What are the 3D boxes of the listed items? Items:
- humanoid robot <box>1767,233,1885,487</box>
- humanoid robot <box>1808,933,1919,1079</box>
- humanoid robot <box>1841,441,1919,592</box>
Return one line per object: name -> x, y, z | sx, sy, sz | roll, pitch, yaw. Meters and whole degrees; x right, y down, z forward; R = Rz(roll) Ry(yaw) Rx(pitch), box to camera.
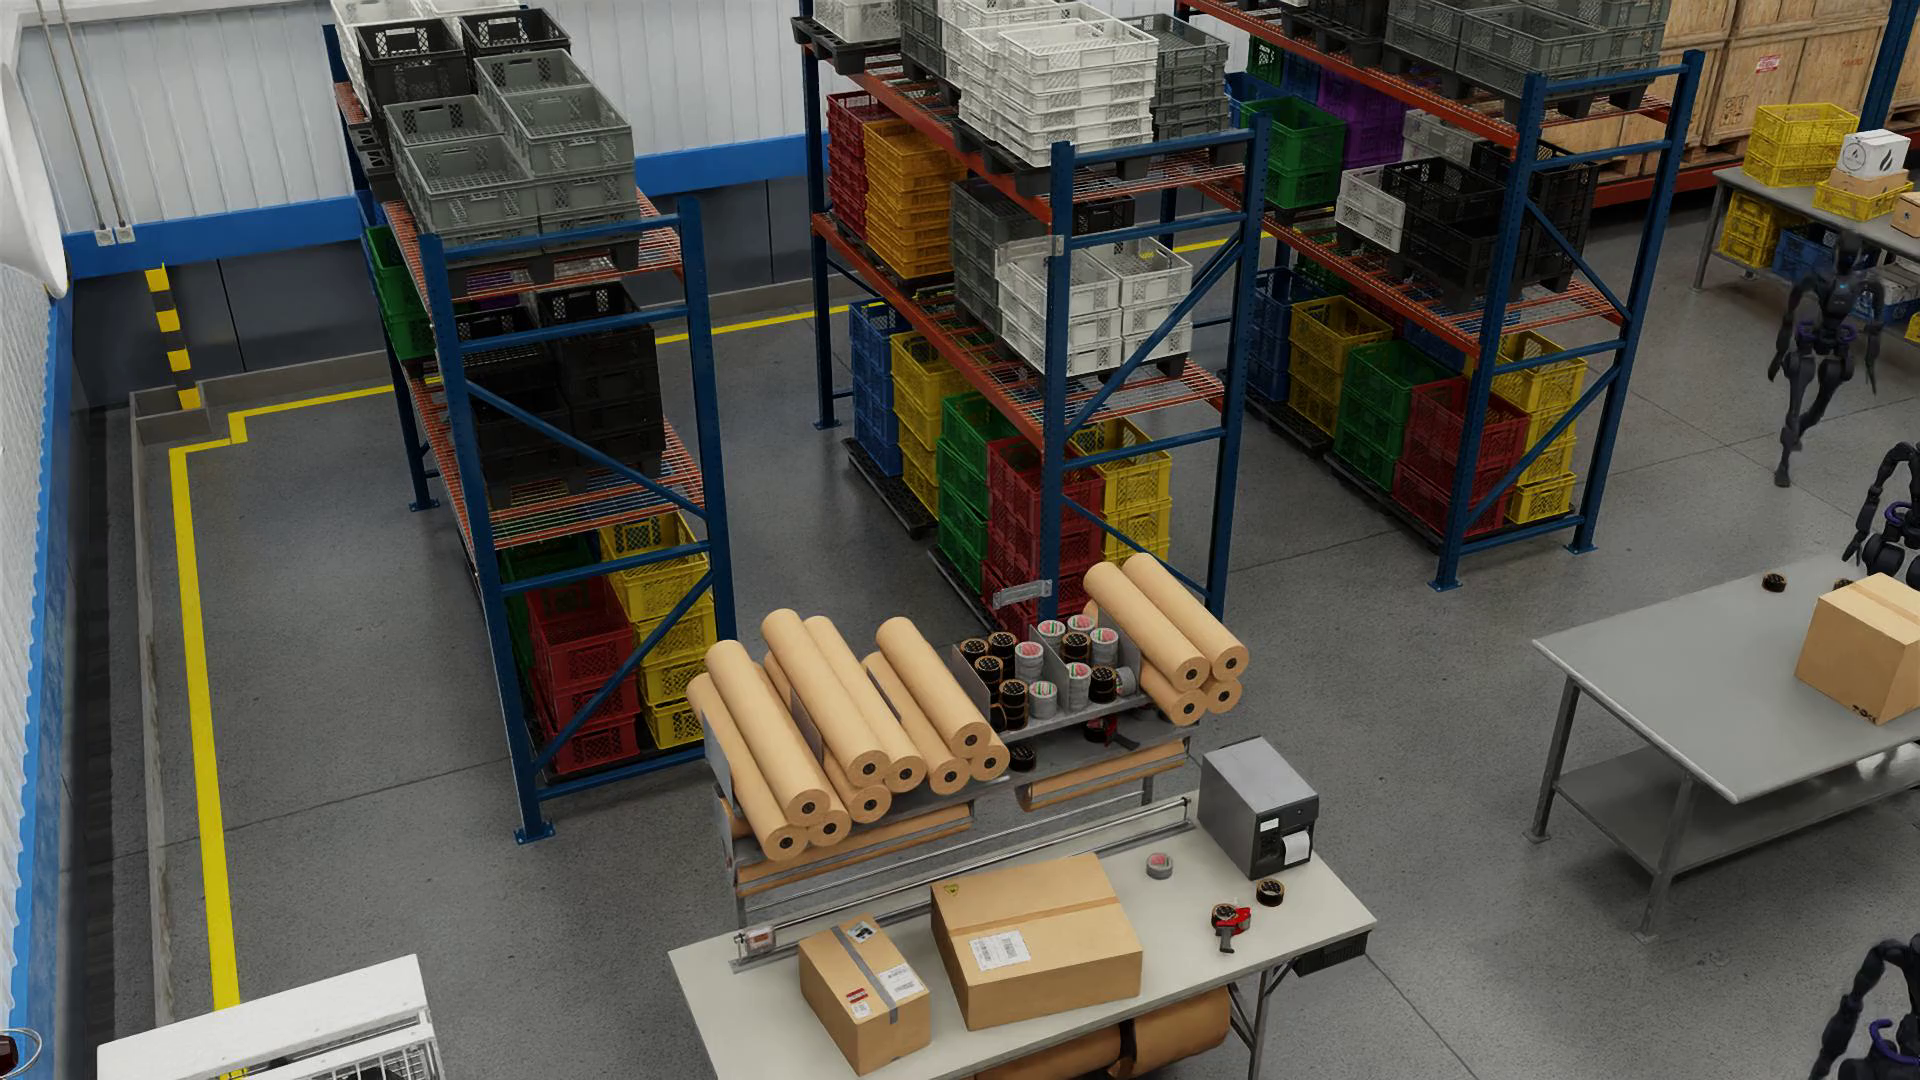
humanoid robot -> 5.515, -1.184, 10.606 | 0.593, 1.652, 0.749 | 8, 32, 12
humanoid robot -> 3.257, 1.807, 5.692 | 0.607, 1.650, 0.341 | 3, 32, 5
humanoid robot -> 4.866, 0.056, 8.524 | 0.585, 1.657, 0.331 | 26, 40, 36
